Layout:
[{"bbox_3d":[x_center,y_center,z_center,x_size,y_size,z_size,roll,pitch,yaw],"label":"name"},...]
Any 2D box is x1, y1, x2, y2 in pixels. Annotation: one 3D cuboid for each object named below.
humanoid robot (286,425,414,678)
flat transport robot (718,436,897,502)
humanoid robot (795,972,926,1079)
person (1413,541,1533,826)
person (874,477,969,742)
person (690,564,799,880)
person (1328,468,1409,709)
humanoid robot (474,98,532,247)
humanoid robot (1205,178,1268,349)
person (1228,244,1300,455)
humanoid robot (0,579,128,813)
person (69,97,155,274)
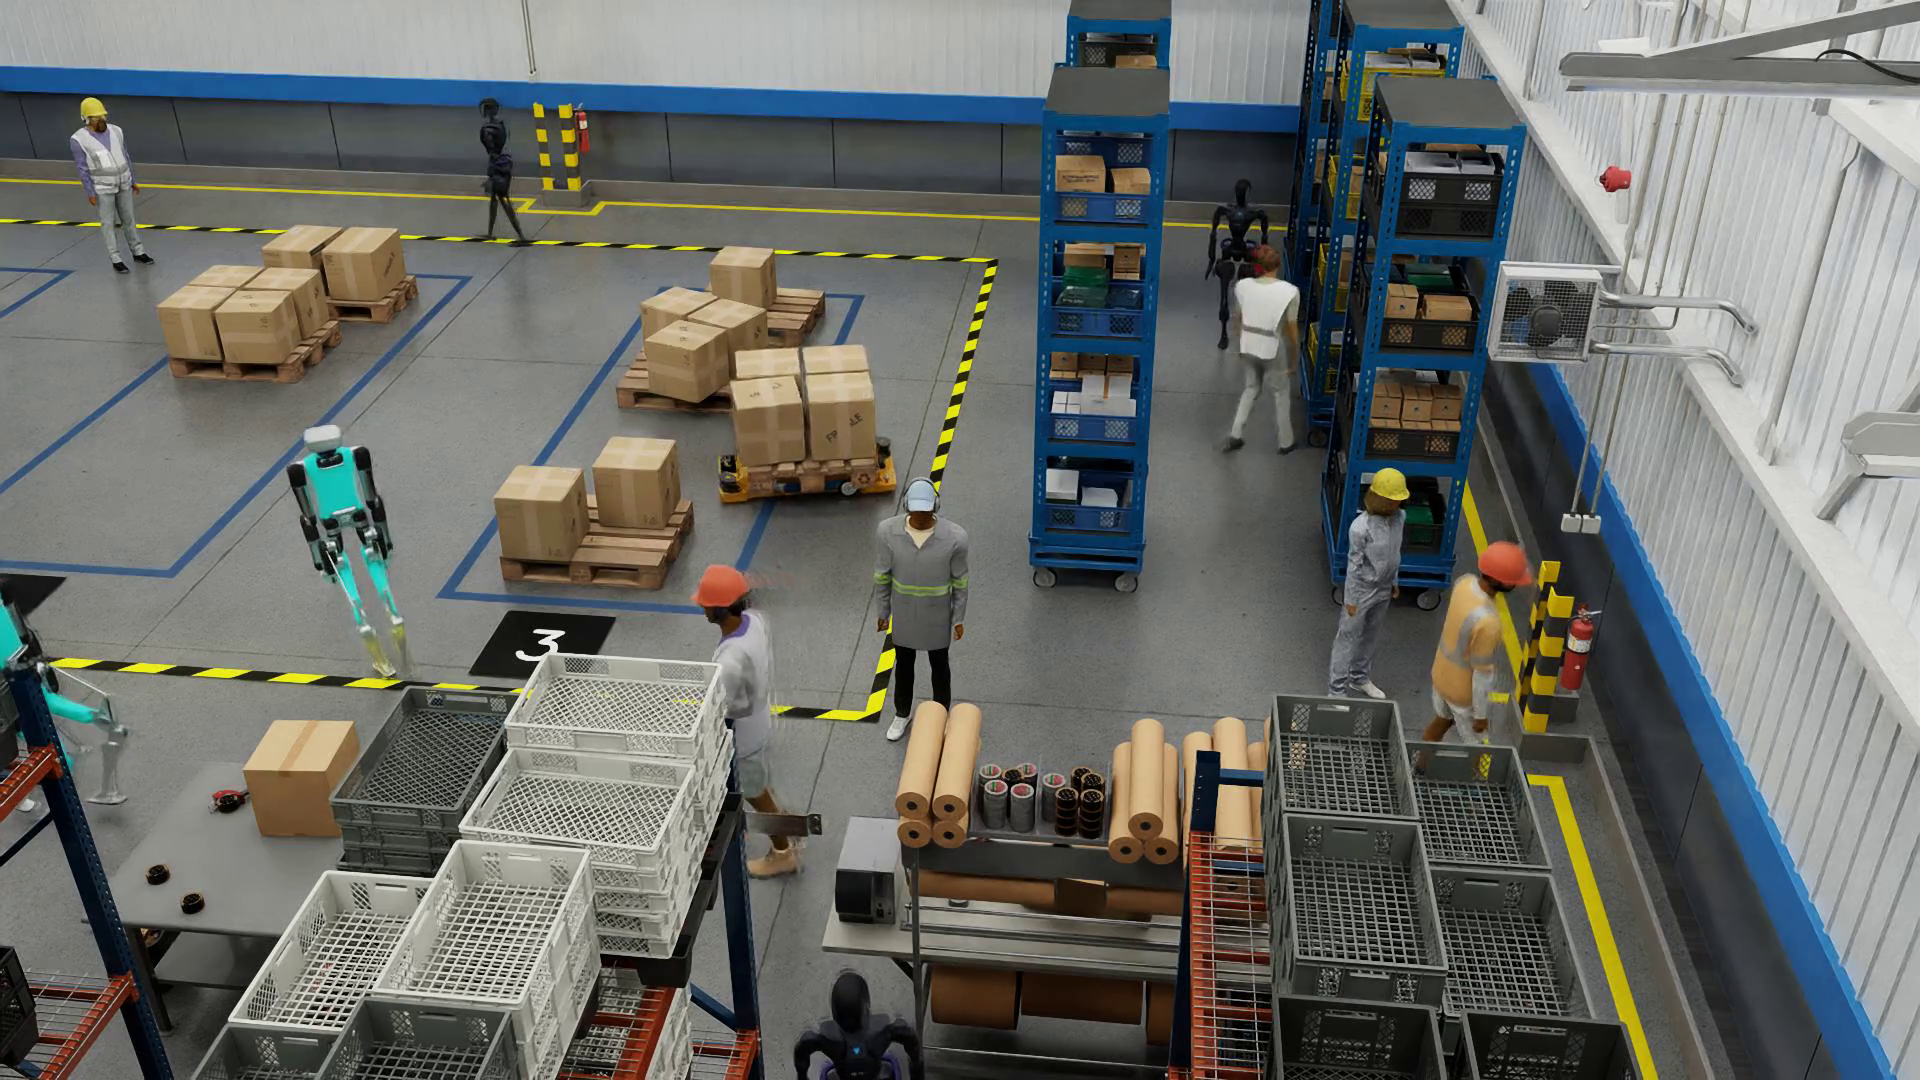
[{"bbox_3d":[-3.952,0.200,10.956,0.545,1.856,0.796,-18,35,-28],"label":"humanoid robot"},{"bbox_3d":[-1.261,-0.593,13.665,1.431,0.197,0.652,-4,30,-7],"label":"flat transport robot"},{"bbox_3d":[-0.399,2.431,7.104,0.585,1.635,0.364,-4,30,-7],"label":"humanoid robot"},{"bbox_3d":[2.950,0.808,9.642,0.426,1.920,0.631,-1,30,-2],"label":"person"},{"bbox_3d":[-0.243,0.446,10.333,0.588,1.852,0.371,4,30,6],"label":"person"},{"bbox_3d":[-1.314,1.043,9.150,0.815,2.013,0.634,1,30,1],"label":"person"},{"bbox_3d":[2.645,0.319,10.657,0.483,1.744,0.296,-22,37,-32],"label":"person"},{"bbox_3d":[-5.101,-3.993,18.143,0.652,1.642,0.601,-2,30,-3],"label":"humanoid robot"},{"bbox_3d":[2.677,-2.698,15.958,0.602,1.647,0.738,8,31,13],"label":"humanoid robot"},{"bbox_3d":[2.529,-1.560,13.836,0.628,1.802,0.524,20,36,31],"label":"person"},{"bbox_3d":[-5.295,0.931,9.614,1.015,1.733,0.548,4,30,6],"label":"humanoid robot"},{"bbox_3d":[-8.956,-3.749,17.553,0.404,1.837,0.587,17,34,27],"label":"person"}]
